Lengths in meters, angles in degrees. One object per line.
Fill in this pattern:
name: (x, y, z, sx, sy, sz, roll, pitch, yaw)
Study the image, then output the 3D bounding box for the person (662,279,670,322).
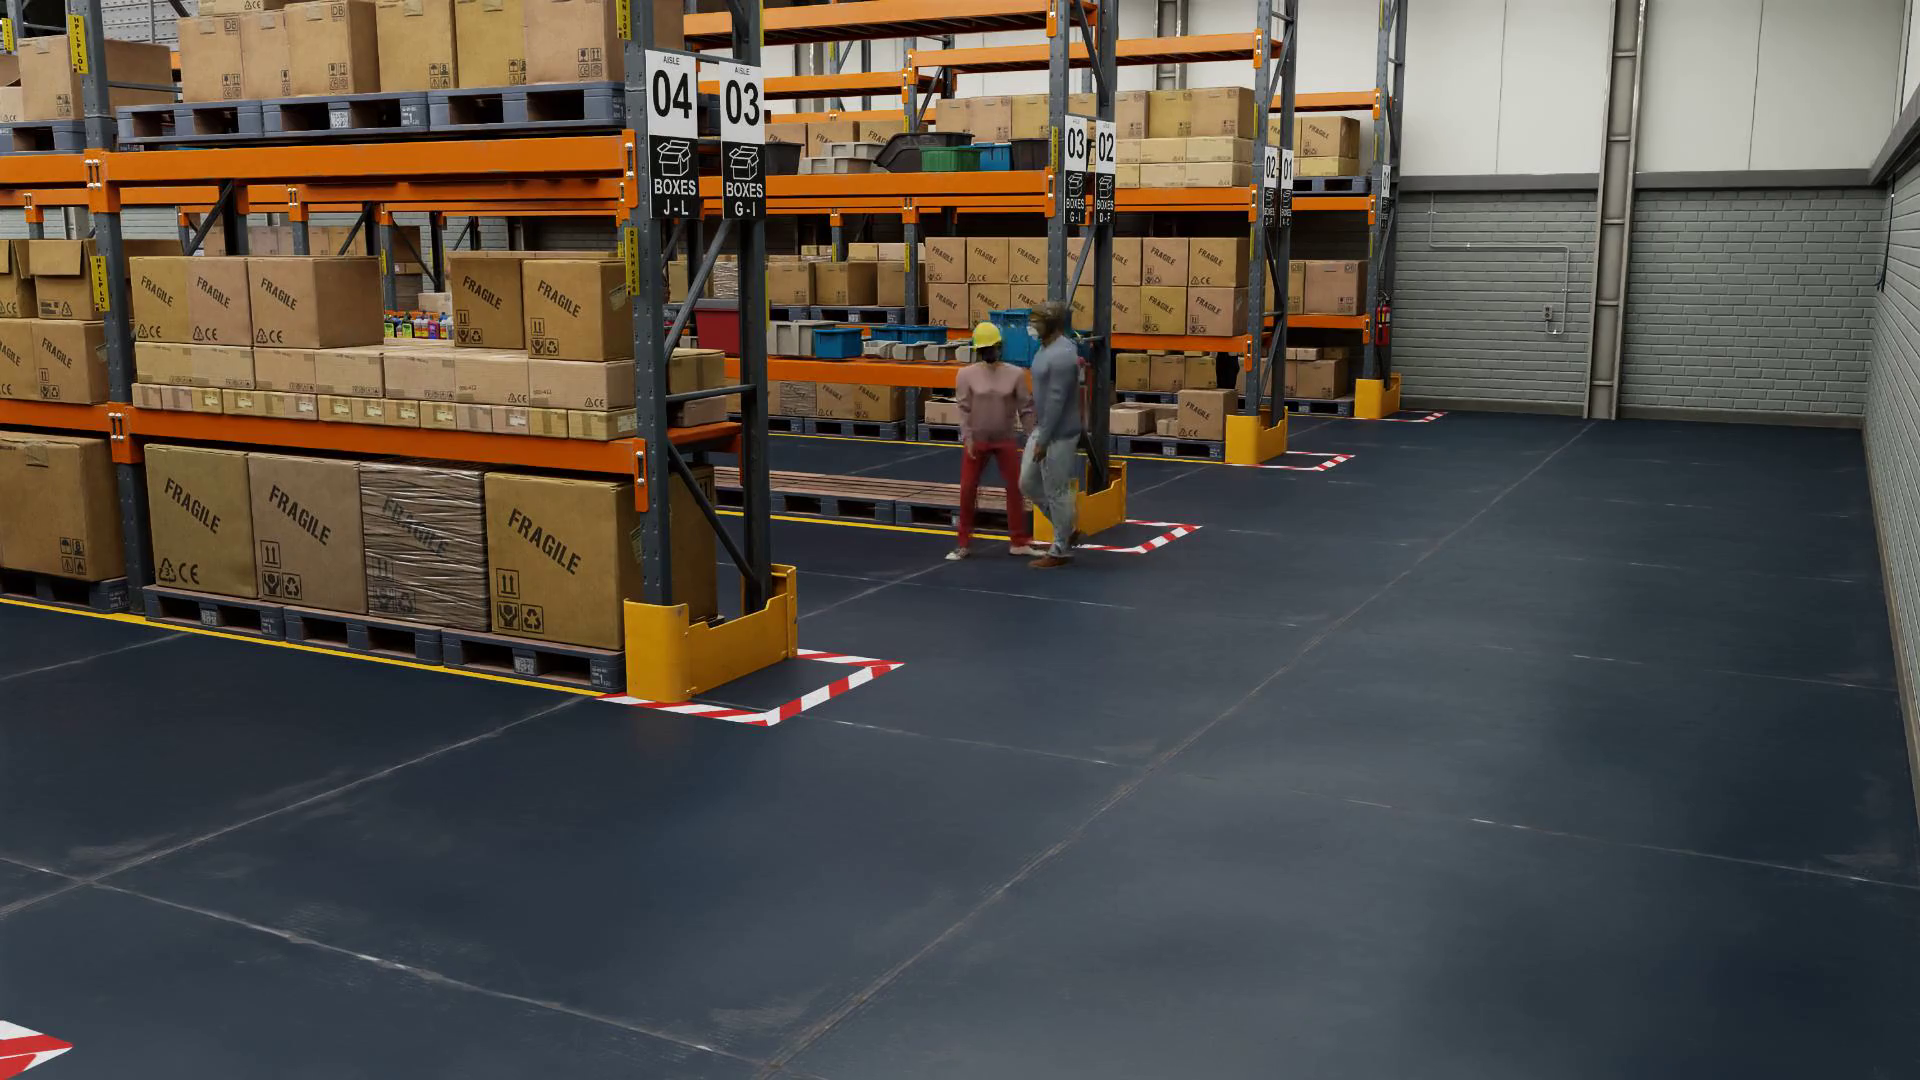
person: (-3.515, -2.070, 19.149, 0.661, 1.854, 0.531, 4, 11, 22)

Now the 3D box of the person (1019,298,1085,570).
person: (0.628, -0.722, 11.629, 0.442, 1.917, 0.629, -3, 11, -14)

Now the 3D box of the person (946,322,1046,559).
person: (0.296, -0.701, 12.069, 0.698, 1.749, 0.324, -1, 10, -7)

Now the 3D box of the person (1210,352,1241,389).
person: (3.031, -2.051, 18.865, 0.373, 1.916, 0.596, 4, 11, 23)
